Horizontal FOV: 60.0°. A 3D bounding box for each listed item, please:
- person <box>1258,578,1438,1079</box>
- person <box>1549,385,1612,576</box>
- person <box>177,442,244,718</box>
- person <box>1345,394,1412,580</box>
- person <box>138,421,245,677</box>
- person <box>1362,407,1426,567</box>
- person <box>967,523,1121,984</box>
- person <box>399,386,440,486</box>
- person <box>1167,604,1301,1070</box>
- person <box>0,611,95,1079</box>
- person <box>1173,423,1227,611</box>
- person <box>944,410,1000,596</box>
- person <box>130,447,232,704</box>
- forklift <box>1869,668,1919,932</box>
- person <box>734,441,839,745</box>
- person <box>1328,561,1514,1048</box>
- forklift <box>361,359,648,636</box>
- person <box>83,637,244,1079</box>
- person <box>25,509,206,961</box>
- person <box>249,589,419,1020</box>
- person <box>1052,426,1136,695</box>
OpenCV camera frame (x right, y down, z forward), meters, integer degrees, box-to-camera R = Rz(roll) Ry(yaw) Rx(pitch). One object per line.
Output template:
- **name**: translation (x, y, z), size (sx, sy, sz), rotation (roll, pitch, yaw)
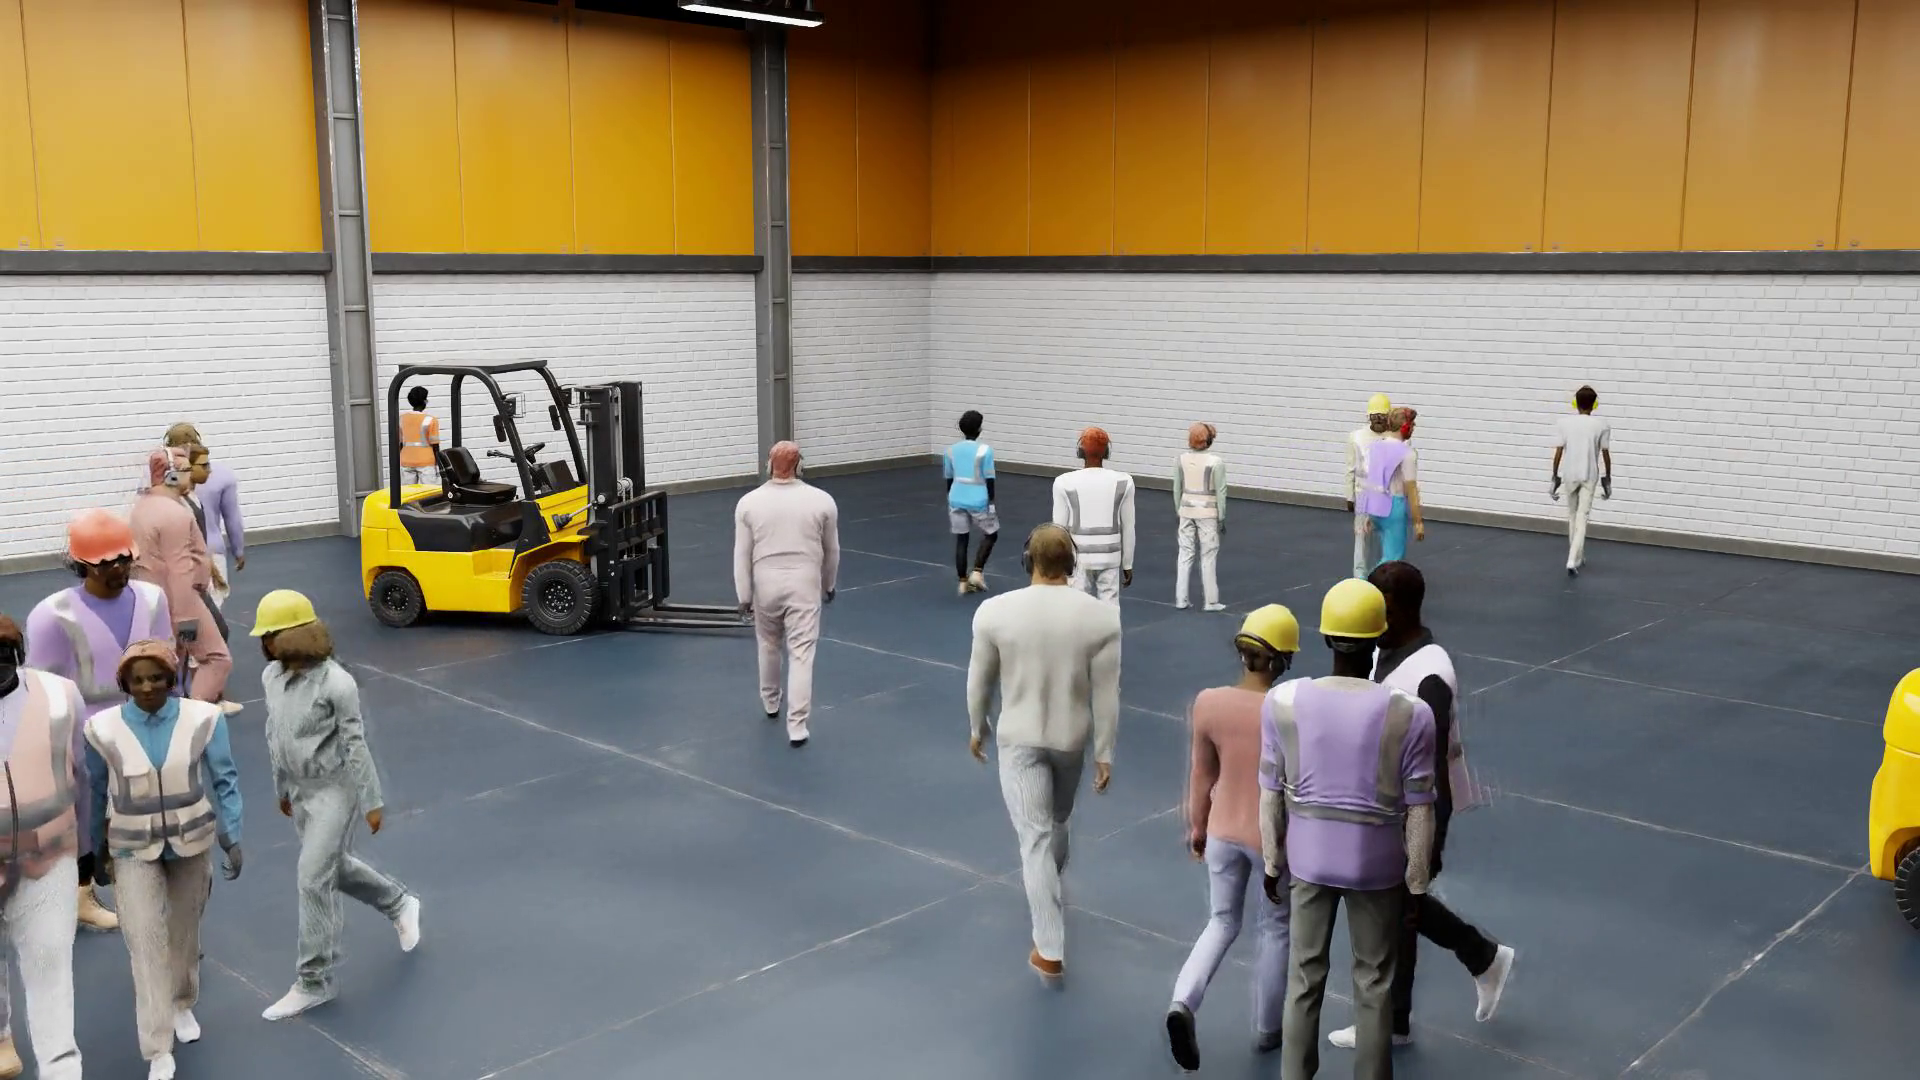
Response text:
- **person**: translation (1.298, 1.083, 5.613), size (0.588, 1.930, 0.364), rotation (4, 10, 23)
- **person**: translation (6.031, -0.585, 16.153), size (0.545, 1.832, 0.967), rotation (5, 11, 30)
- **person**: translation (-4.984, 0.268, 10.933), size (0.643, 1.821, 0.504), rotation (-4, 10, -22)
- **person**: translation (3.818, -0.427, 15.206), size (0.592, 1.825, 0.403), rotation (2, 9, 11)
- **person**: translation (-5.388, 0.114, 11.684), size (0.634, 1.899, 1.006), rotation (-3, 10, -16)
- **person**: translation (3.561, -0.184, 13.701), size (0.448, 1.823, 0.559), rotation (-2, 10, -14)
- **person**: translation (0.352, 0.857, 7.191), size (0.631, 1.873, 1.065), rotation (-2, 9, -10)
- **person**: translation (-5.847, -0.817, 18.006), size (0.529, 1.690, 0.321), rotation (3, 10, 16)
- **person**: translation (1.042, 1.105, 6.103), size (0.528, 1.734, 0.678), rotation (7, 12, 36)
- **person**: translation (-3.354, 1.121, 5.817), size (0.647, 1.791, 0.980), rotation (-7, 12, -37)
- **person**: translation (2.074, -0.187, 14.349), size (0.532, 1.635, 0.473), rotation (8, 12, 39)
- **person**: translation (0.105, -0.332, 15.006), size (0.558, 1.681, 0.379), rotation (6, 11, 31)
- **person**: translation (-4.645, 0.387, 9.978), size (0.497, 1.892, 0.672), rotation (-9, 13, -44)
- **forklift**: translation (5.205, 0.723, 7.013), size (2.313, 2.155, 1.214), rotation (9, 13, 43)
- **person**: translation (-1.092, 0.305, 10.583), size (0.651, 1.865, 1.007), rotation (0, 9, -2)
- **person**: translation (1.780, 1.001, 6.272), size (0.671, 1.888, 0.648), rotation (0, 9, -3)
- **forklift**: translation (-3.850, -0.407, 13.936), size (2.313, 2.155, 1.214), rotation (2, 9, 11)
- **person**: translation (-2.905, 1.164, 6.095), size (0.522, 1.603, 0.798), rotation (-6, 11, -31)
- **person**: translation (-3.589, 0.832, 7.072), size (1.076, 1.968, 0.698), rotation (4, 10, 24)
- **person**: translation (-2.545, 1.004, 6.799), size (0.526, 1.701, 0.803), rotation (6, 11, 31)
- **person**: translation (0.911, 0.162, 11.401), size (0.580, 1.883, 0.352), rotation (-1, 9, -6)
